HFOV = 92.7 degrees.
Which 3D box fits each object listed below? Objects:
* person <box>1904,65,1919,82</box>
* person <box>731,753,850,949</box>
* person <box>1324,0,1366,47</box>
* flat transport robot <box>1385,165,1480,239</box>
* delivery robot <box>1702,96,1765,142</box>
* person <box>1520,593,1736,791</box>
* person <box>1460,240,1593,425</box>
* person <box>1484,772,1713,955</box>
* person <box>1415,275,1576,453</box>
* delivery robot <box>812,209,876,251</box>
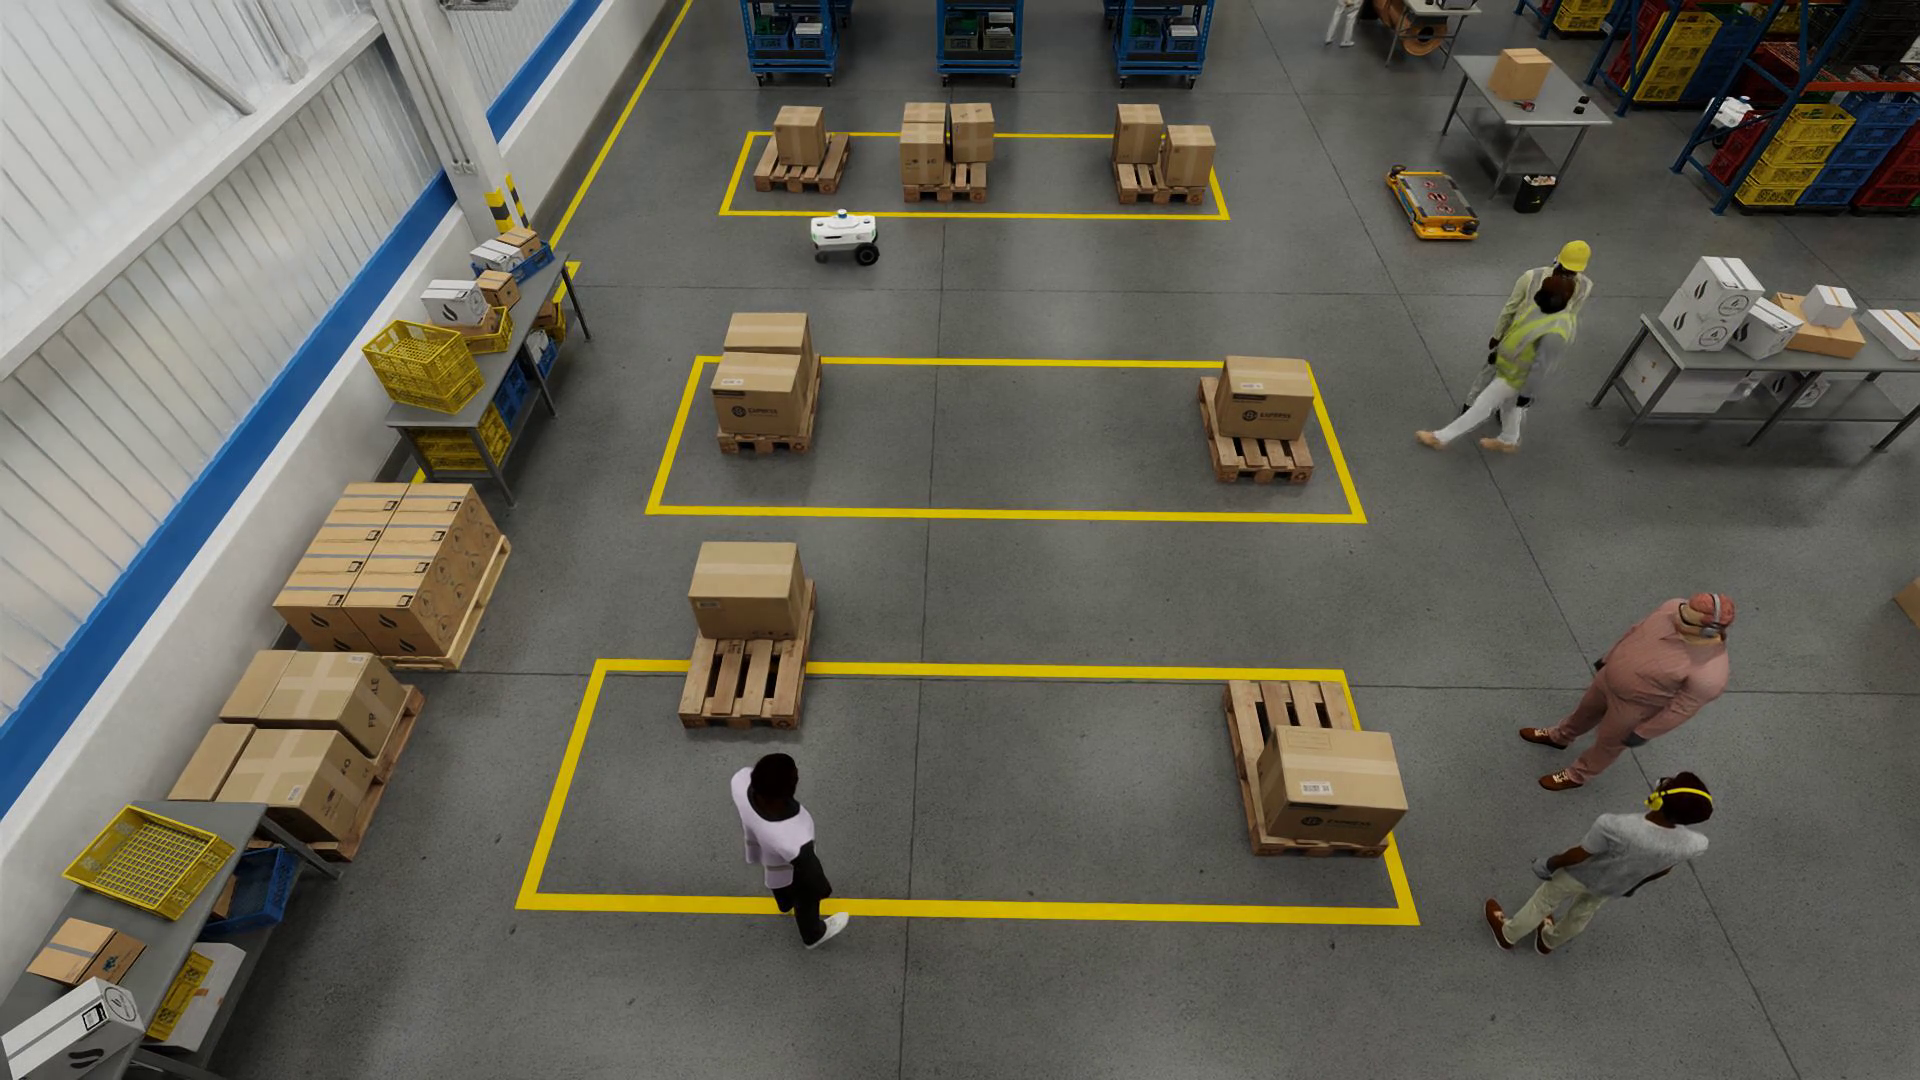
[{"bbox_3d":[13.711,-7.213,12.700,0.573,1.883,0.355,4,49,3],"label":"person"},{"bbox_3d":[-0.931,1.709,4.961,0.378,1.910,0.591,-36,58,-27],"label":"person"},{"bbox_3d":[5.958,-8.352,13.865,0.500,1.642,0.532,-35,57,-26],"label":"person"},{"bbox_3d":[5.692,-4.094,11.059,0.652,0.197,1.431,1,49,1],"label":"flat transport robot"},{"bbox_3d":[10.248,-5.614,12.129,0.477,0.478,0.707,-4,49,-4],"label":"delivery robot"},{"bbox_3d":[4.101,0.937,5.635,0.403,1.901,0.637,4,49,4],"label":"person"},{"bbox_3d":[4.985,-1.788,8.036,0.590,1.833,0.404,8,50,7],"label":"person"},{"bbox_3d":[3.404,1.775,4.929,0.513,1.871,0.329,9,50,8],"label":"person"},{"bbox_3d":[4.664,-1.459,7.781,0.883,1.796,0.639,15,51,12],"label":"person"},{"bbox_3d":[-1.300,-3.458,10.262,0.707,0.478,0.477,-4,49,-4],"label":"delivery robot"}]
